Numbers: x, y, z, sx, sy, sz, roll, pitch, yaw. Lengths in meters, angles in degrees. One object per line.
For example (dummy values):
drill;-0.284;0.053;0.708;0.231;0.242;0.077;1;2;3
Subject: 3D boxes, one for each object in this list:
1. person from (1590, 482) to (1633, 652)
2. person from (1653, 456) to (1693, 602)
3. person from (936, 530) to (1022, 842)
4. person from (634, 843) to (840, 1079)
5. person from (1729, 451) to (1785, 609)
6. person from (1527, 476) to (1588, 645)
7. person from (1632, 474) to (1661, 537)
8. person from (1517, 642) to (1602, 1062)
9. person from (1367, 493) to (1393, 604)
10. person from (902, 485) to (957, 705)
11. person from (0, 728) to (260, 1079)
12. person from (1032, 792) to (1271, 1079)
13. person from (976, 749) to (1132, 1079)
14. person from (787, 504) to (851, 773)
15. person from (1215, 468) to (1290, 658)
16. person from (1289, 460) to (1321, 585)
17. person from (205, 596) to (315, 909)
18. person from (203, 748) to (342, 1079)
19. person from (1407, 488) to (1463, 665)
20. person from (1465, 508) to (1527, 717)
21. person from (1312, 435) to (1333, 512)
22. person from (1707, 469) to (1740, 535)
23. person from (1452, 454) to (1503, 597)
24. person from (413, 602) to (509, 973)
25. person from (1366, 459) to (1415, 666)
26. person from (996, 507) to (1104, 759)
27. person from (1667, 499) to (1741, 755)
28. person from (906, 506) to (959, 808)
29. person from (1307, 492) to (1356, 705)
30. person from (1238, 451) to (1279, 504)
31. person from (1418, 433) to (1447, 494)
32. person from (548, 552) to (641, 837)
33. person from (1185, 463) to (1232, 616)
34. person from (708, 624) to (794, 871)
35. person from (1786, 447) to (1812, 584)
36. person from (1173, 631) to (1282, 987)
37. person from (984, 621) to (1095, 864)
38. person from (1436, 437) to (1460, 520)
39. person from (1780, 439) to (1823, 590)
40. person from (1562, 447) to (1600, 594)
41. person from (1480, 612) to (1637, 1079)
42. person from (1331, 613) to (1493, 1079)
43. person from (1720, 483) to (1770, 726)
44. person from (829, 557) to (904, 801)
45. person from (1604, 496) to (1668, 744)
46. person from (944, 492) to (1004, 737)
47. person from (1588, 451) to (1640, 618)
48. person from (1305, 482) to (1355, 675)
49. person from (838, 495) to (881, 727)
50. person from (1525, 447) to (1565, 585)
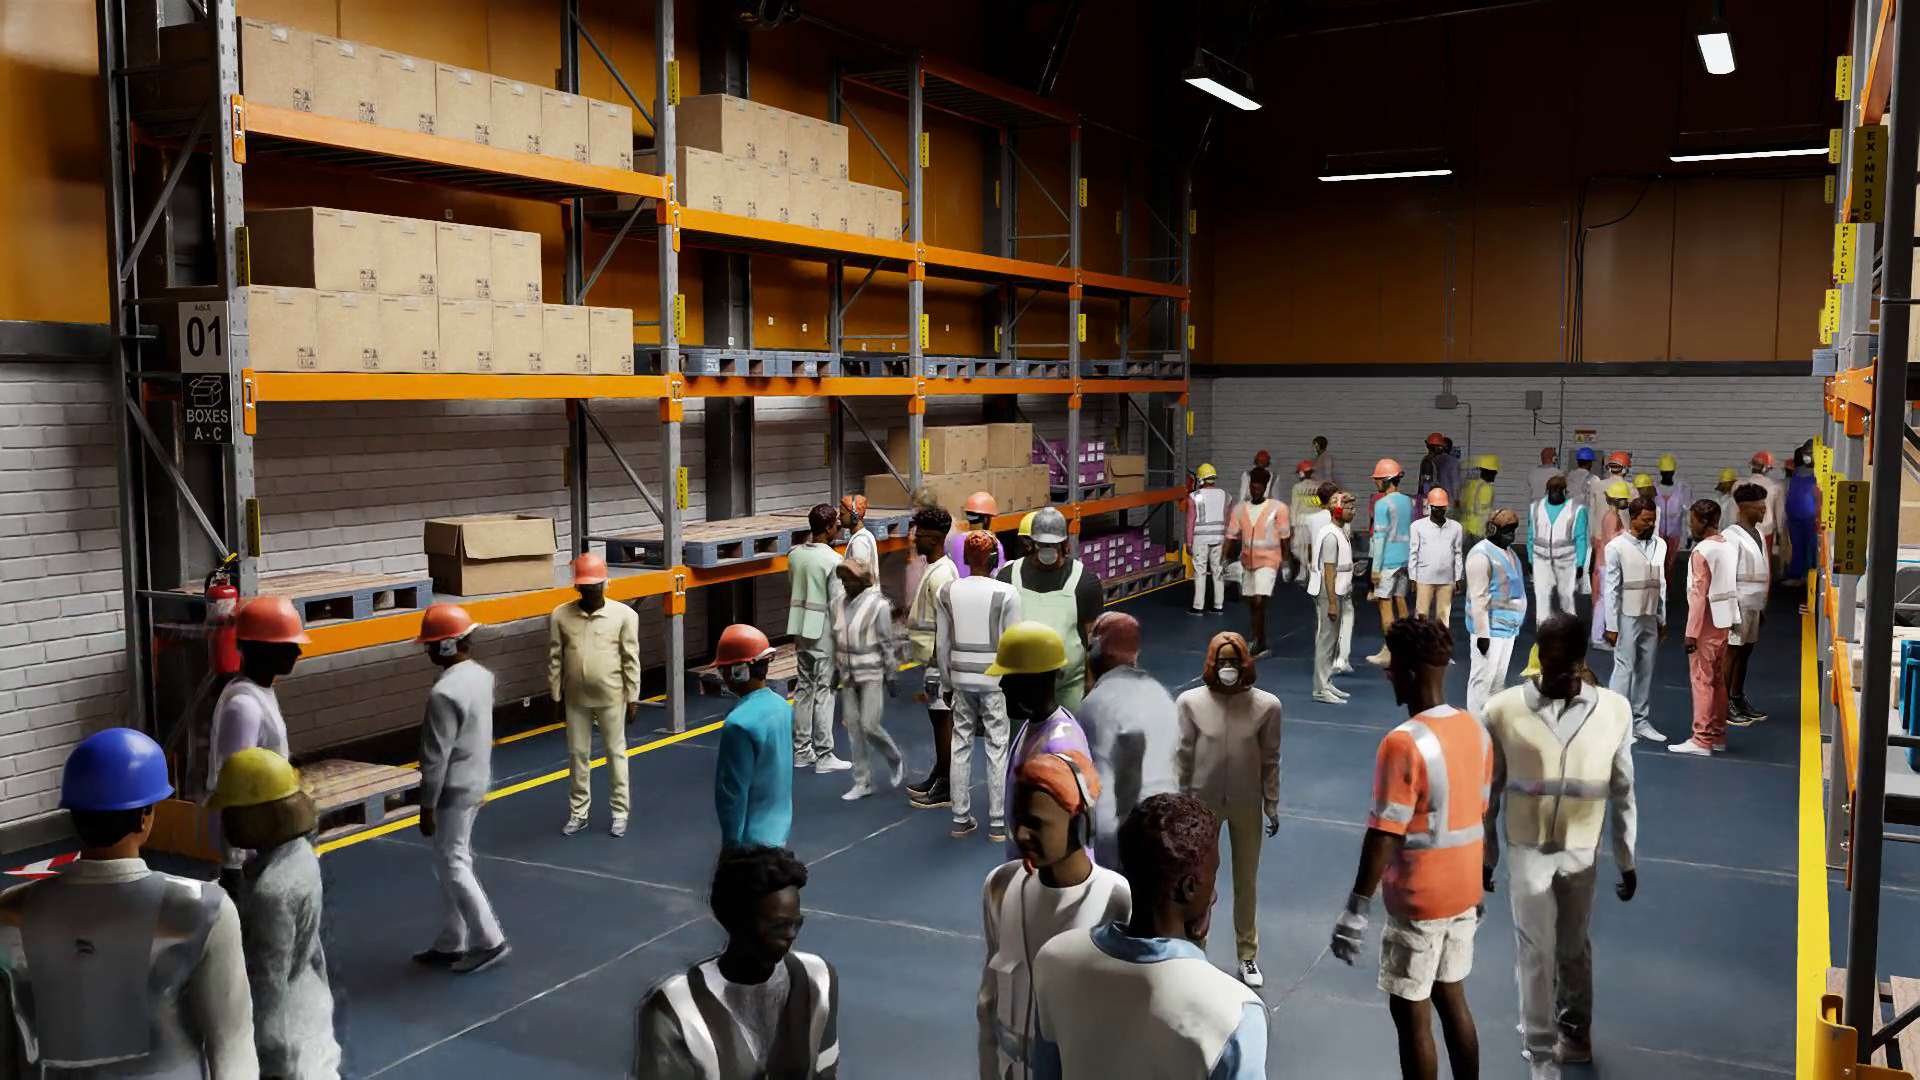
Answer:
person;6.757;0.278;17.221;0.355;1.757;0.525;2;6;17
person;8.829;-0.115;20.795;0.602;1.884;0.975;2;6;20
person;0.134;0.878;10.071;0.576;1.882;0.355;2;6;25
person;-0.512;1.550;3.900;0.600;1.685;0.475;-3;6;-29
person;9.744;-0.111;20.346;0.635;1.957;0.789;3;6;27
person;6.364;0.210;17.712;0.637;1.808;0.920;3;6;31
person;7.923;0.095;19.319;0.320;1.737;0.488;-1;5;-7
person;2.458;1.253;6.844;0.323;1.729;0.495;1;5;9
person;5.366;-0.036;20.986;0.328;1.690;0.536;-3;6;-26
person;-0.283;0.478;14.200;0.437;1.912;0.657;3;6;30
person;-1.984;1.414;3.953;0.618;1.945;0.395;-1;5;-9
person;0.387;1.476;3.452;0.372;1.916;0.597;-5;7;-44
person;0.256;1.441;4.080;0.361;1.879;0.578;-5;7;-44
person;-1.018;0.700;11.849;0.391;1.912;0.590;-5;7;-42
person;2.917;0.250;16.485;0.655;1.931;0.778;5;7;43
person;4.742;-0.234;22.787;0.573;1.730;0.456;-4;6;-34
person;-2.775;1.175;6.690;0.658;1.907;0.558;-2;6;-22
person;-1.942;1.445;4.961;0.863;1.702;0.489;-2;6;-17
person;4.676;0.359;16.343;0.566;1.751;0.329;-1;5;-6
person;4.007;0.682;12.429;0.430;1.840;0.620;4;7;39
person;5.924;-0.744;27.222;0.352;1.937;0.635;0;5;-2
person;9.520;-0.024;20.646;0.520;1.716;0.413;3;6;32
person;6.504;-0.133;20.919;0.554;1.899;0.593;0;5;-2
person;-2.367;1.159;7.795;0.484;1.742;0.578;0;5;3
person;4.223;0.217;16.408;0.408;2.033;0.608;5;7;44
person;0.514;0.798;10.095;0.680;2.000;0.535;1;5;13
person;5.592;0.650;12.417;0.410;1.908;0.598;5;7;44
person;-0.165;0.763;10.900;0.367;1.960;0.607;0;5;-4
person;3.218;0.499;14.428;0.392;1.836;0.561;2;6;18
person;4.229;-0.356;23.668;0.610;1.824;0.969;0;5;-3
person;7.218;-0.621;25.423;0.418;2.035;0.609;2;6;23
person;-2.234;0.941;10.140;0.568;1.744;0.357;0;5;3
person;2.958;-0.002;19.869;0.597;1.825;0.403;-2;6;-20
person;-0.903;1.227;7.096;0.352;1.738;0.573;1;5;14
person;11.730;-0.340;23.063;0.397;1.910;0.587;1;5;9
person;1.223;1.228;7.630;0.500;1.633;0.280;0;5;4
person;0.284;1.242;5.958;0.397;1.920;0.586;0;5;-4
person;7.703;-0.677;26.548;0.378;1.933;0.628;-4;7;-37
person;11.406;-0.346;22.404;0.538;2.000;0.683;-2;6;-23
person;8.226;-0.258;22.008;0.416;1.939;0.610;-3;6;-28
person;2.351;1.200;6.642;0.595;1.885;0.870;0;5;3
person;1.608;1.238;5.832;0.387;1.955;0.695;5;7;44
person;6.379;0.515;13.527;0.603;1.967;0.368;-5;7;-43
person;-0.617;0.912;11.055;0.508;1.623;0.418;5;7;40
person;5.196;0.611;12.826;0.599;1.909;0.398;-3;6;-27
person;0.123;0.582;13.066;0.562;1.921;0.389;3;6;33
person;7.681;-0.047;19.501;0.617;1.986;0.408;5;7;43
person;3.514;0.370;15.766;0.546;1.840;0.495;4;7;40
person;-0.810;0.569;13.467;0.353;1.877;0.573;0;5;-2
person;8.121;-0.332;22.939;0.411;1.913;0.643;-4;7;-37
